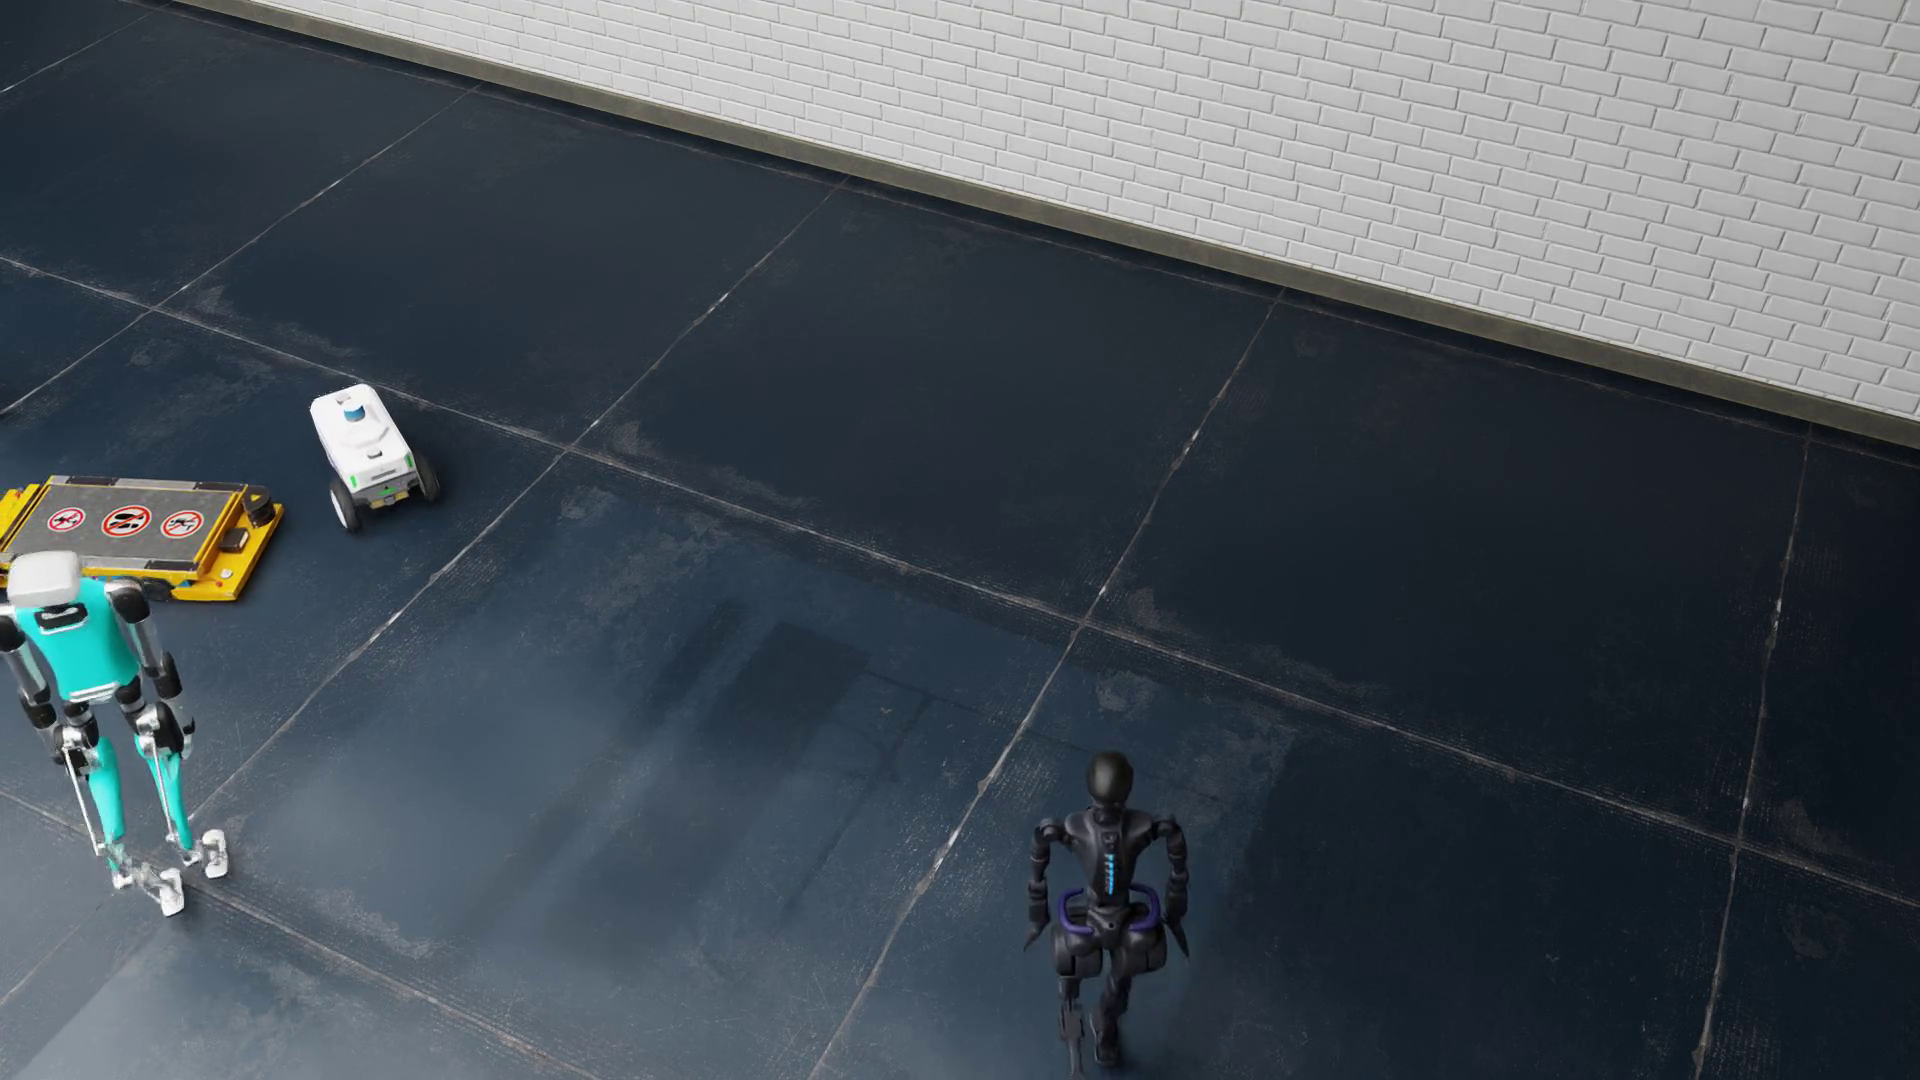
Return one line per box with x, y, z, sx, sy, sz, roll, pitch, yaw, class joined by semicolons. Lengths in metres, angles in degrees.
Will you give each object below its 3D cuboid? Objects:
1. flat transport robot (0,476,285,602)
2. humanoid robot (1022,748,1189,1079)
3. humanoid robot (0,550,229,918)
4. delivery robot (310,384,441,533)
-4.191;-0.011;8.267;1.431;0.231;0.659;3;43;3;flat transport robot
0.519;1.384;5.729;0.589;1.631;0.474;-2;43;-2;humanoid robot
-3.124;0.851;6.203;0.536;1.724;0.719;-15;45;-15;humanoid robot
-3.049;-0.471;8.530;0.499;0.563;0.738;-23;48;-23;delivery robot
